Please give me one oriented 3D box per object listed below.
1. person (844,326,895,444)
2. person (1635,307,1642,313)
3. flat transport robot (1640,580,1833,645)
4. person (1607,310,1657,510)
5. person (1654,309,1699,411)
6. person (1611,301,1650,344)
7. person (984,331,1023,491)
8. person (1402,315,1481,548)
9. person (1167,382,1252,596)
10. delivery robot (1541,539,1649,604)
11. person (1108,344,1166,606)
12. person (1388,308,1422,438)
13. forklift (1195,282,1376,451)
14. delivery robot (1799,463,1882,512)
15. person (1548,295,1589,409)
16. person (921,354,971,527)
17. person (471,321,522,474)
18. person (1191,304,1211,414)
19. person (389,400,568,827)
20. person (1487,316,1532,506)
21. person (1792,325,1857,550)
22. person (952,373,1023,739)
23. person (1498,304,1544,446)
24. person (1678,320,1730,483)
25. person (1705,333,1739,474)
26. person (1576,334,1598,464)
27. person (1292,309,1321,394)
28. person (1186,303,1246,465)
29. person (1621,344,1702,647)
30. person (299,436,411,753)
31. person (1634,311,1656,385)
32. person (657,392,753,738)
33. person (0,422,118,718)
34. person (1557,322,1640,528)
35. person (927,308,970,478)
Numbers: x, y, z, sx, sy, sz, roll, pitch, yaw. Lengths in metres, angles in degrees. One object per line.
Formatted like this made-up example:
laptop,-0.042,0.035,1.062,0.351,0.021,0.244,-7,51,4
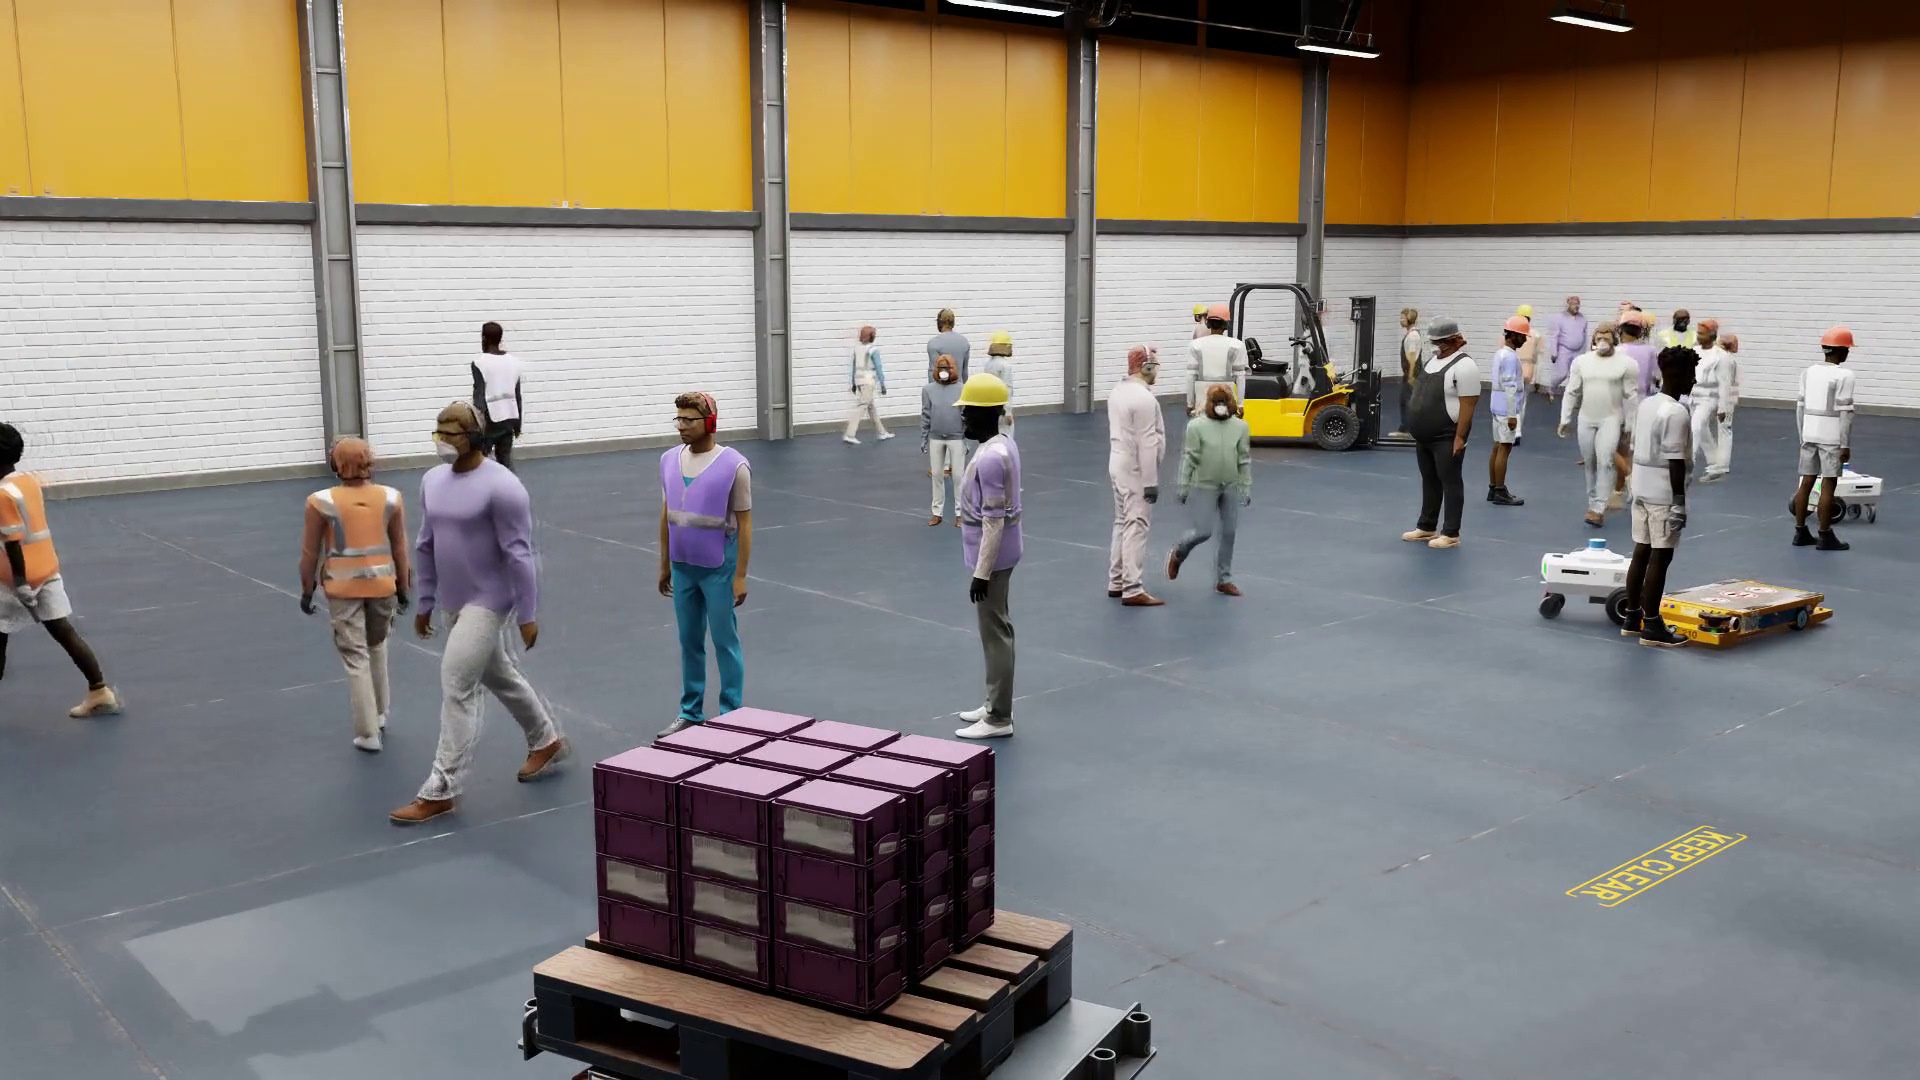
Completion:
person,-1.247,-2.103,22.562,0.885,1.587,0.538,-7,12,-37
person,11.055,-2.979,27.383,0.317,1.695,0.540,-8,13,-40
flat transport robot,5.262,0.476,11.328,1.431,0.197,0.652,-7,12,-35
person,6.635,-1.267,16.486,0.617,2.008,0.630,-3,10,-19
person,9.806,-2.250,22.755,0.632,1.824,0.638,1,10,7
person,9.356,-2.418,23.491,0.406,1.909,0.639,-9,13,-42
person,0.445,-1.387,17.956,0.324,1.736,0.505,-5,11,-27
person,4.171,-0.955,14.529,0.536,2.000,0.676,-3,10,-17
person,1.884,-0.390,12.470,0.504,1.613,0.497,-4,10,-20
delivery robot,4.448,0.234,11.639,0.707,0.478,0.477,5,11,25
person,1.303,-0.475,12.151,0.395,1.898,0.653,-2,10,-13
person,6.333,-2.309,23.107,0.608,1.828,0.507,3,10,16
forklift,4.328,-2.346,22.227,2.313,2.155,1.214,3,10,16
delivery robot,8.431,-0.498,15.925,0.707,0.478,0.477,-2,10,-10
person,10.172,-3.146,27.809,0.644,1.887,0.626,-2,10,-9
person,-0.127,-0.928,15.594,0.501,1.626,0.281,3,10,15
person,-4.474,-1.151,16.059,0.447,1.907,0.618,6,11,30
person,3.877,-2.914,26.815,0.315,1.766,0.523,5,11,25
person,-2.222,0.290,7.699,0.640,1.893,1.041,7,12,37
person,5.620,-1.322,17.010,0.372,1.928,0.543,1,10,7
person,7.505,-0.883,14.407,0.378,1.938,0.547,-3,10,-18
person,0.144,0.086,8.761,0.370,1.928,0.585,1,10,6
person,7.549,-2.227,22.407,0.582,1.894,0.935,0,10,2
person,8.177,-1.510,18.410,0.951,1.839,0.587,-2,10,-12
person,8.931,-1.593,19.437,0.308,1.641,0.510,5,11,25
person,7.705,-1.695,20.055,0.267,1.632,0.507,-4,10,-22
person,4.921,-2.351,23.298,0.973,1.840,0.583,-1,10,-4
person,2.697,-1.471,17.544,0.613,2.041,0.393,2,10,14
person,4.595,-0.295,10.885,0.362,1.962,0.614,0,10,-1
person,-3.159,0.267,8.628,0.518,1.616,0.680,-9,13,-41
person,9.430,-2.288,23.137,0.894,1.770,0.581,5,11,29
person,-1.322,0.148,8.643,0.570,1.845,0.380,6,11,30
person,-5.052,0.184,8.985,0.860,1.656,0.541,-1,10,-7
person,5.961,-1.074,15.632,0.644,1.908,0.849,8,13,40
person,-0.155,-1.687,19.114,0.359,1.938,0.635,9,13,42
